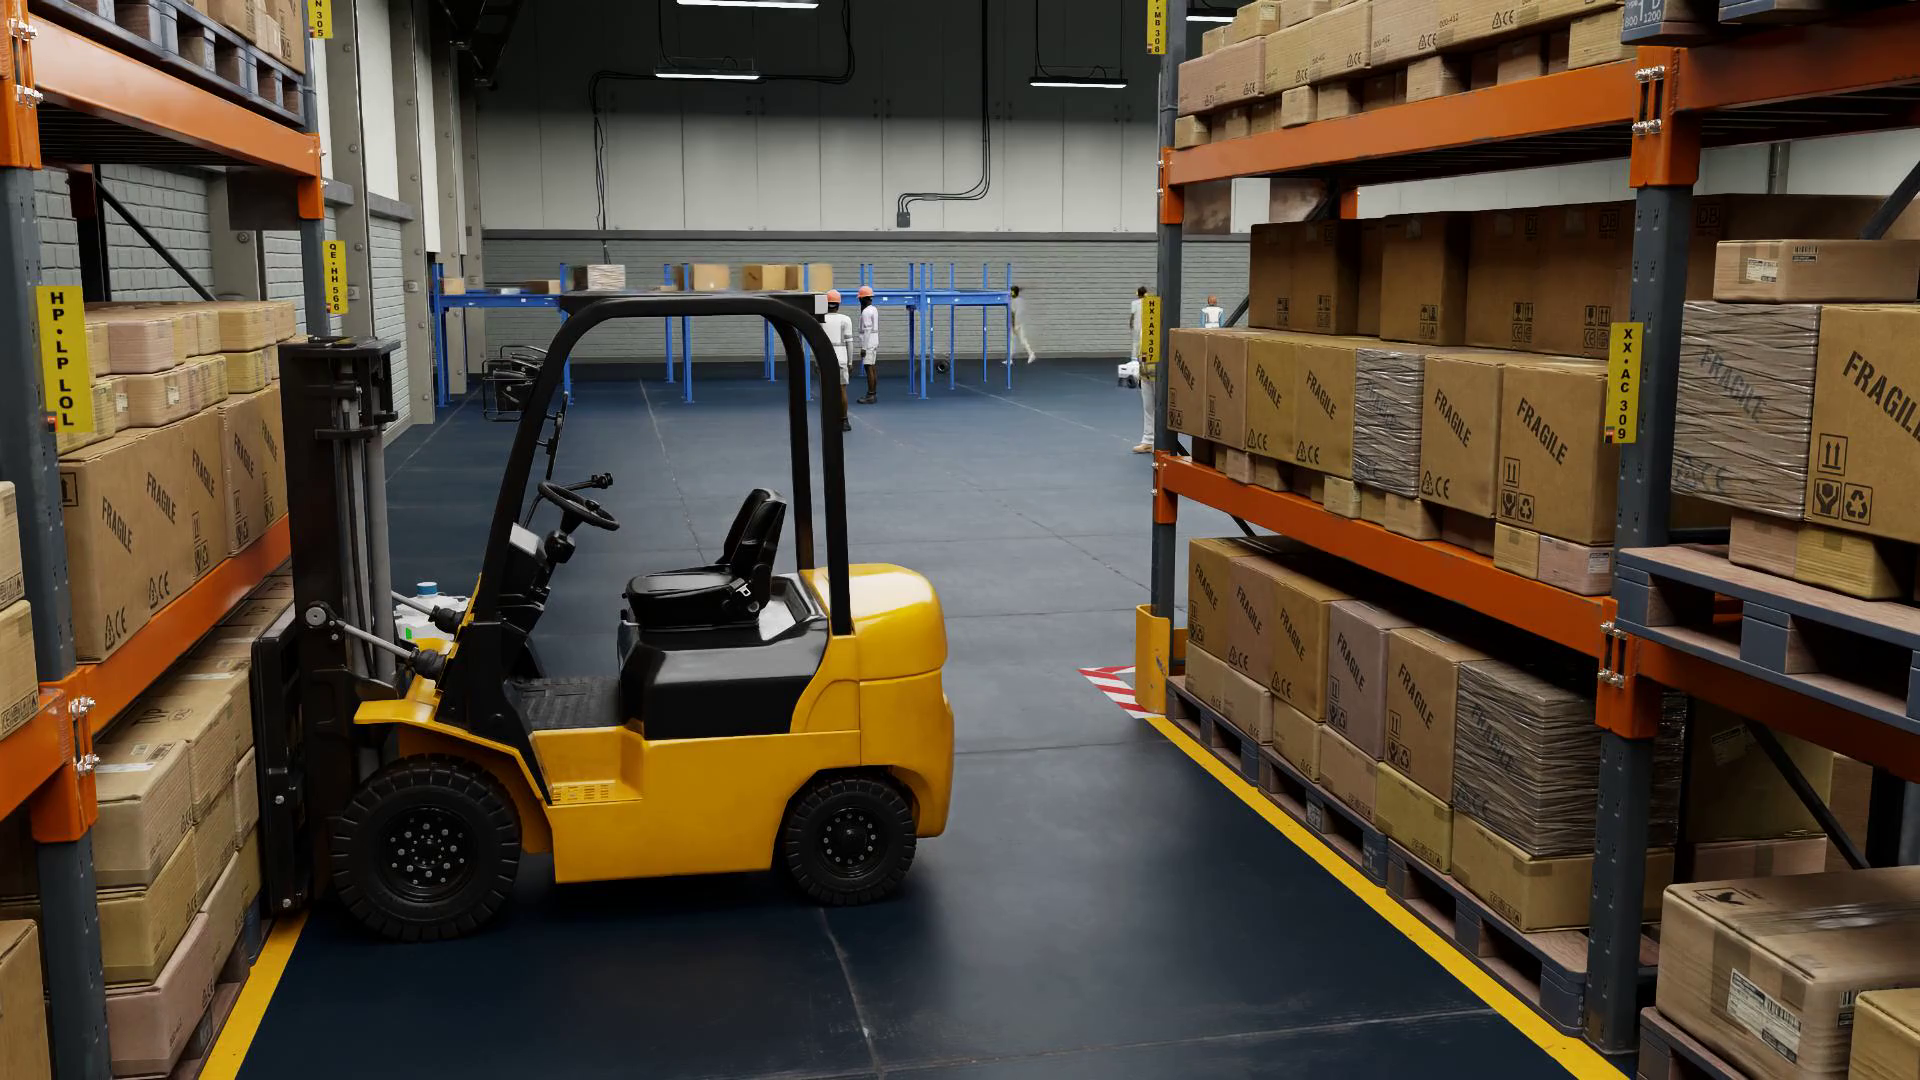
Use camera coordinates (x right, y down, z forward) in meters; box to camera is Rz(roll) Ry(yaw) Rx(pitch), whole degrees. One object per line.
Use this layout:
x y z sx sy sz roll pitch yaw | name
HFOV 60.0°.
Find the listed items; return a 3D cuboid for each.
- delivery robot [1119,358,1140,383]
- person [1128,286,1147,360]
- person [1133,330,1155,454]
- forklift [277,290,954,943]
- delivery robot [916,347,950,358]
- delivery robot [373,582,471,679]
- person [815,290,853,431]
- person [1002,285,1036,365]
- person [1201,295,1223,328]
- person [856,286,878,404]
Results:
3.297 -3.189 31.346 0.477 0.478 0.707 -5 11 -27 | delivery robot
4.047 -4.751 37.177 0.567 1.831 0.883 -2 10 -13 | person
2.368 -1.957 20.078 0.430 1.844 0.624 -7 11 -35 | person
-1.179 0.175 6.143 2.313 2.155 1.214 -2 10 -12 | forklift
-0.580 -4.030 35.683 0.698 0.223 0.335 1 9 8 | delivery robot
-2.881 0.473 9.029 0.477 0.478 0.707 4 10 22 | delivery robot
-1.743 -2.476 22.949 0.543 1.940 0.361 0 9 2 | person
1.371 -4.999 38.658 0.860 1.841 0.521 9 13 43 | person
5.491 -4.509 36.250 0.516 1.641 0.308 -2 9 -9 | person
-1.539 -3.242 27.616 0.352 1.940 0.545 2 9 9 | person
